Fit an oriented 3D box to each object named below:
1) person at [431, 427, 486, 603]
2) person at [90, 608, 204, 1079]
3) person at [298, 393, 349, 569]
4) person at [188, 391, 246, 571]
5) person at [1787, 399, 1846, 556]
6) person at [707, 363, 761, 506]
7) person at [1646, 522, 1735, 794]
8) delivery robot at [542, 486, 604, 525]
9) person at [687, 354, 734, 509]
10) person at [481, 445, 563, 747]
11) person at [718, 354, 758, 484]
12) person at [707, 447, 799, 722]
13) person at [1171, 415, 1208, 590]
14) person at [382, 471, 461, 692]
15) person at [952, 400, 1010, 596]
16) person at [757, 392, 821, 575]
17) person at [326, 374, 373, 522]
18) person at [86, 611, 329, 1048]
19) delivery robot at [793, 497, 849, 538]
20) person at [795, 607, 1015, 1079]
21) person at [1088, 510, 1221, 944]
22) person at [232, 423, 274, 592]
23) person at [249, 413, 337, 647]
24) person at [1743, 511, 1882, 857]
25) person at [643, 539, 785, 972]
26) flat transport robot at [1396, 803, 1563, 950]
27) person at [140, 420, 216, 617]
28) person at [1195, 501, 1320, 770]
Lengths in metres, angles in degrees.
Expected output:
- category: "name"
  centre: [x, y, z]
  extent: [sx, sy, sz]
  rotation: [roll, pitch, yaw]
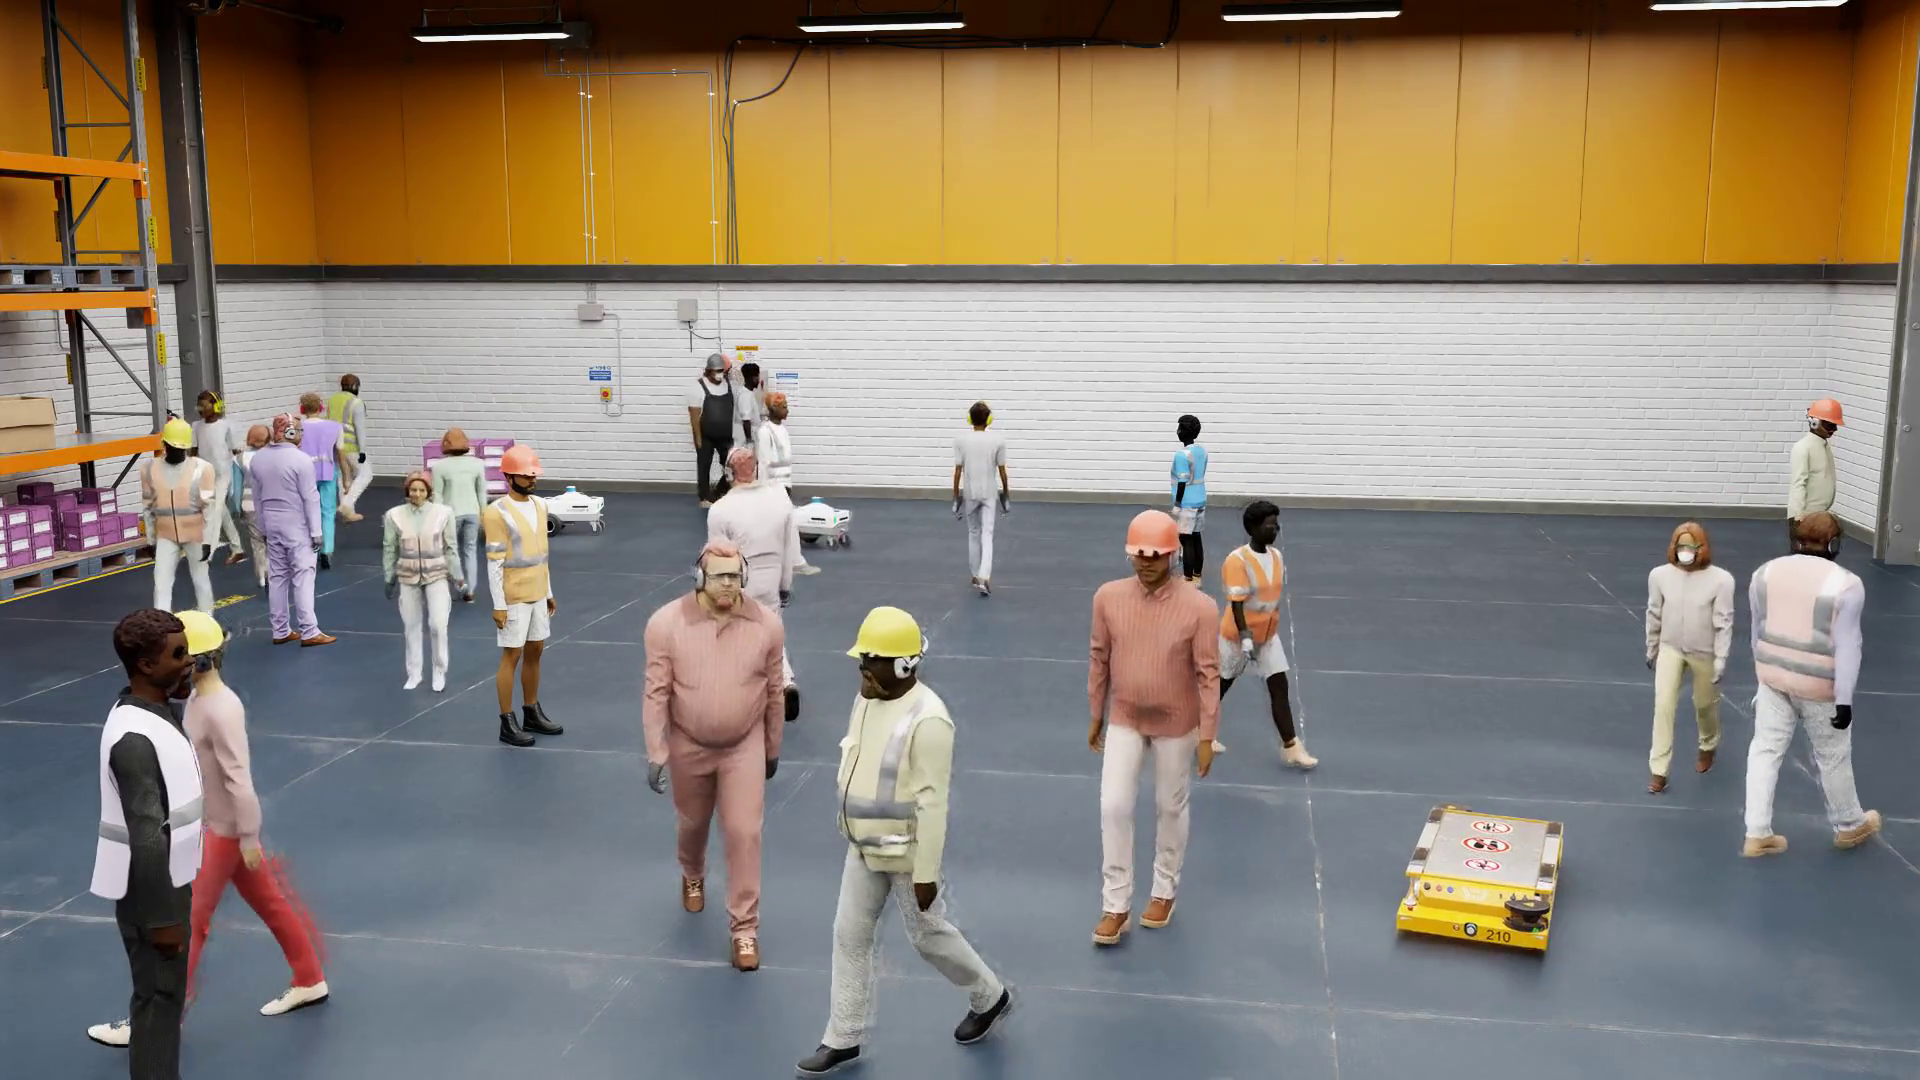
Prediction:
- category: "person"
  centre: [-4.557, -0.212, 15.184]
  extent: [0.510, 1.626, 0.388]
  rotation: [-6, 11, -33]
- category: "person"
  centre: [-2.723, 1.178, 5.643]
  extent: [0.390, 1.918, 0.587]
  rotation: [-4, 10, -24]
- category: "person"
  centre: [-6.623, -0.616, 17.154]
  extent: [0.577, 1.800, 0.921]
  rotation: [-3, 10, -18]
- category: "person"
  centre: [-7.648, -0.601, 16.959]
  extent: [0.505, 1.819, 0.972]
  rotation: [2, 9, 15]
- category: "person"
  centre: [7.148, -0.194, 13.947]
  extent: [0.393, 1.985, 0.611]
  rotation: [9, 13, 44]
- category: "person"
  centre: [-2.754, -1.314, 21.183]
  extent: [1.029, 1.903, 0.637]
  rotation: [-1, 9, -4]
- category: "person"
  centre: [4.333, 0.660, 9.871]
  extent: [0.498, 1.591, 0.834]
  rotation: [7, 11, 36]
- category: "delivery robot"
  centre: [-4.485, -0.377, 19.214]
  extent: [0.707, 0.478, 0.477]
  rotation: [-1, 9, -4]
- category: "person"
  centre: [-3.126, -1.391, 21.200]
  extent: [0.702, 2.000, 0.658]
  rotation: [-6, 11, -32]
- category: "person"
  centre: [-2.800, 0.348, 10.730]
  extent: [0.361, 1.935, 0.553]
  rotation: [4, 10, 25]
- category: "person"
  centre: [-2.927, -1.419, 21.540]
  extent: [0.730, 1.998, 0.629]
  rotation: [-5, 10, -28]
- category: "person"
  centre: [-1.374, 0.326, 11.003]
  extent: [0.670, 1.890, 0.578]
  rotation: [-8, 12, -39]
- category: "person"
  centre: [2.155, -0.338, 15.733]
  extent: [0.319, 1.696, 0.532]
  rotation: [5, 11, 30]
- category: "person"
  centre: [-3.875, 0.310, 11.981]
  extent: [0.553, 1.613, 0.556]
  rotation: [-1, 9, -8]
- category: "person"
  centre: [0.194, -0.408, 15.756]
  extent: [0.538, 1.835, 0.927]
  rotation: [1, 9, 8]
- category: "person"
  centre: [-1.896, -0.571, 16.728]
  extent: [0.942, 1.847, 0.584]
  rotation: [2, 9, 11]
- category: "person"
  centre: [-7.397, -1.096, 20.066]
  extent: [0.671, 1.811, 0.516]
  rotation: [5, 11, 30]
- category: "person"
  centre: [-2.987, 1.125, 6.575]
  extent: [0.917, 1.711, 0.549]
  rotation: [-6, 11, -31]
- category: "delivery robot"
  centre: [-1.576, -0.231, 18.308]
  extent: [0.707, 0.478, 0.477]
  rotation: [5, 10, 26]
- category: "person"
  centre: [-0.188, 1.126, 6.340]
  extent: [0.873, 1.803, 0.600]
  rotation: [-6, 11, -32]
- category: "person"
  centre: [0.837, 0.851, 7.487]
  extent: [0.654, 1.967, 0.777]
  rotation: [4, 10, 21]
- category: "person"
  centre: [-6.609, -0.300, 15.749]
  extent: [0.512, 1.609, 0.732]
  rotation: [-3, 9, -15]
- category: "person"
  centre: [-5.415, -0.082, 13.514]
  extent: [0.636, 1.903, 0.404]
  rotation: [4, 10, 24]
- category: "person"
  centre: [4.480, 0.743, 8.689]
  extent: [0.916, 1.799, 0.647]
  rotation: [-5, 11, -29]
- category: "person"
  centre: [-1.106, 0.900, 7.537]
  extent: [0.642, 1.868, 0.939]
  rotation: [-2, 9, -12]
- category: "flat transport robot"
  centre: [2.562, 1.602, 8.103]
  extent: [0.652, 0.197, 1.431]
  rotation: [4, 10, 22]
- category: "person"
  centre: [-6.200, -0.015, 13.185]
  extent: [0.598, 1.869, 0.919]
  rotation: [-1, 9, -7]
- category: "person"
  centre: [1.799, 0.570, 10.250]
  extent: [0.541, 1.648, 0.892]
  rotation: [-7, 12, -37]
